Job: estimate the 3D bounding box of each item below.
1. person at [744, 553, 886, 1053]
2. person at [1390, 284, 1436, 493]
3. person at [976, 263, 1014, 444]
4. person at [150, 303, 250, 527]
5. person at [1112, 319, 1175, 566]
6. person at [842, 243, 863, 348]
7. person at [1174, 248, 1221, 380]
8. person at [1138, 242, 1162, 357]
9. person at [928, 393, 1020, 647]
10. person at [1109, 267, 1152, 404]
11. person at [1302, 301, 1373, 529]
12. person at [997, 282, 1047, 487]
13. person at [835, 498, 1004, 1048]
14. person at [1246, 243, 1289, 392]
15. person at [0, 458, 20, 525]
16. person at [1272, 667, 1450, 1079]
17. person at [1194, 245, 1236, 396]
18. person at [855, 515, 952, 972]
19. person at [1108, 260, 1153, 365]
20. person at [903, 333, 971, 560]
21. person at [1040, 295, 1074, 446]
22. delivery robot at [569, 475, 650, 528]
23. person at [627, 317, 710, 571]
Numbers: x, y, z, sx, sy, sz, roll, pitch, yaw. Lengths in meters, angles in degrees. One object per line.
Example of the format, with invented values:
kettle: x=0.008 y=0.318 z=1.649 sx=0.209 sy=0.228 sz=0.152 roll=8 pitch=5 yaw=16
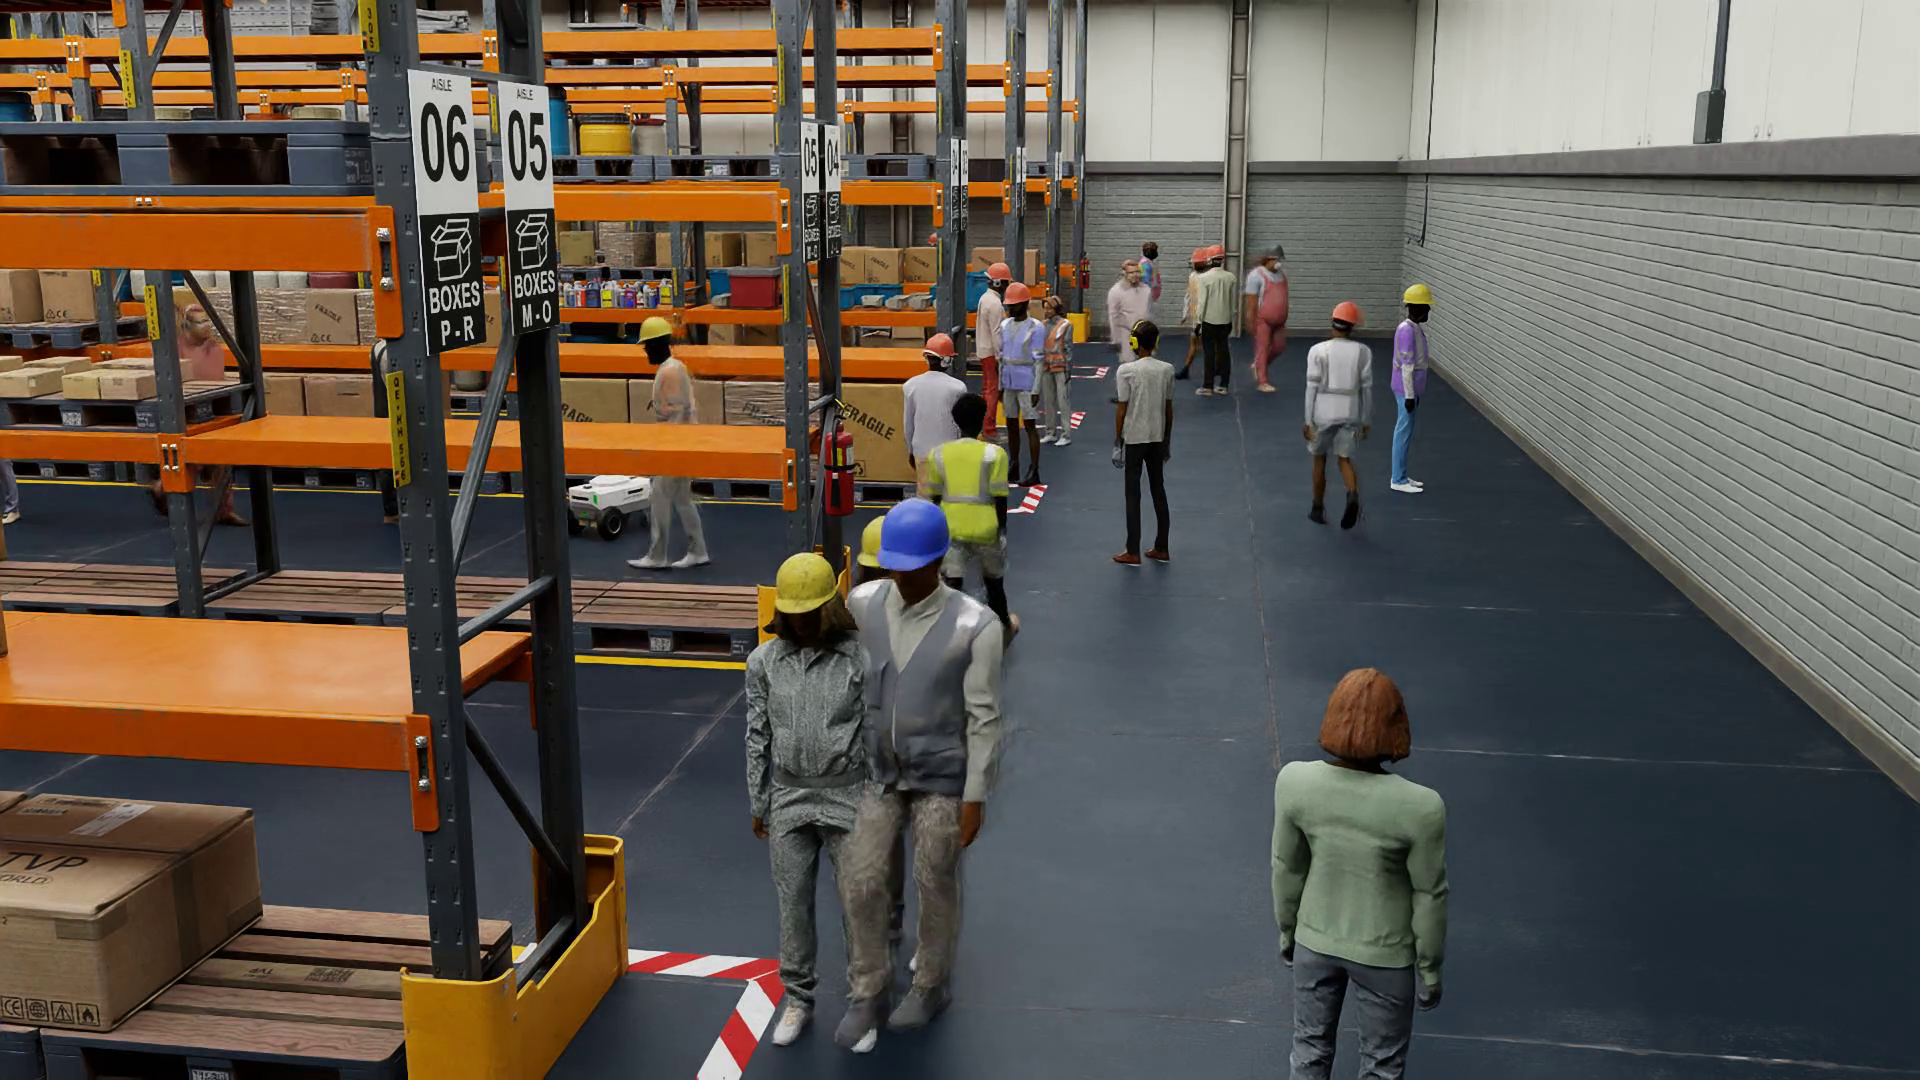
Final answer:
person: x=-0.483 y=0.883 z=5.597 sx=0.490 sy=1.731 sz=0.321 roll=1 pitch=13 yaw=6
person: x=4.204 y=-1.412 z=15.504 sx=0.363 sy=1.928 sz=0.587 roll=4 pitch=13 yaw=16
person: x=0.381 y=-2.038 z=18.222 sx=0.411 sy=1.980 sz=0.626 roll=-2 pitch=13 yaw=-11
person: x=-6.408 y=-1.034 z=13.893 sx=0.757 sy=1.888 sz=0.654 roll=4 pitch=13 yaw=18
person: x=1.394 y=-0.733 z=12.613 sx=0.501 sy=1.859 sz=0.338 roll=-6 pitch=14 yaw=-26
person: x=-1.764 y=-3.797 z=26.481 sx=0.429 sy=1.838 sz=0.621 roll=7 pitch=14 yaw=28
person: x=3.499 y=-3.271 z=24.006 sx=1.012 sy=1.896 sz=0.567 roll=-7 pitch=14 yaw=-29
person: x=3.048 y=-3.898 z=26.925 sx=0.429 sy=1.841 sz=0.634 roll=2 pitch=13 yaw=7
person: x=0.084 y=-0.065 z=10.037 sx=0.543 sy=1.644 sz=0.886 roll=4 pitch=13 yaw=19
person: x=2.248 y=-2.607 z=21.143 sx=0.647 sy=1.815 sz=0.605 roll=8 pitch=15 yaw=33
person: x=3.156 y=-1.023 z=13.825 sx=0.567 sy=1.905 sz=0.783 roll=-1 pitch=13 yaw=-4
person: x=0.553 y=-1.472 z=15.776 sx=0.546 sy=1.928 sz=0.375 roll=12 pitch=17 yaw=43
person: x=-0.170 y=0.797 z=5.553 sx=0.624 sy=1.914 sz=0.642 roll=5 pitch=14 yaw=22
person: x=4.163 y=-3.035 z=22.573 sx=0.680 sy=2.000 sz=0.654 roll=-8 pitch=15 yaw=-31
person: x=-8.243 y=-1.001 z=14.016 sx=0.533 sy=1.767 sz=0.312 roll=3 pitch=13 yaw=12
person: x=1.102 y=1.145 z=4.621 sx=0.499 sy=1.636 sz=0.286 roll=8 pitch=15 yaw=33
person: x=3.387 y=-2.924 z=22.176 sx=0.614 sy=1.993 sz=0.395 roll=-7 pitch=14 yaw=-27
person: x=-0.241 y=0.750 z=6.192 sx=0.483 sy=1.731 sz=0.344 roll=8 pitch=15 yaw=31
person: x=2.149 y=-2.518 z=20.590 sx=0.669 sy=1.887 sz=0.451 roll=-7 pitch=15 yaw=-30
person: x=-0.157 y=-0.692 z=12.647 sx=0.567 sy=1.751 sz=0.329 roll=7 pitch=14 yaw=27
person: x=1.040 y=-1.847 z=18.148 sx=0.313 sy=1.631 sz=0.526 roll=-11 pitch=17 yaw=-42
delivery robot: x=-2.883 y=-0.371 z=13.715 sx=0.477 sy=0.478 sz=0.707 roll=8 pitch=15 yaw=30
person: x=-2.226 y=-0.709 z=12.437 sx=0.719 sy=1.881 sz=0.683 roll=-2 pitch=13 yaw=-7
